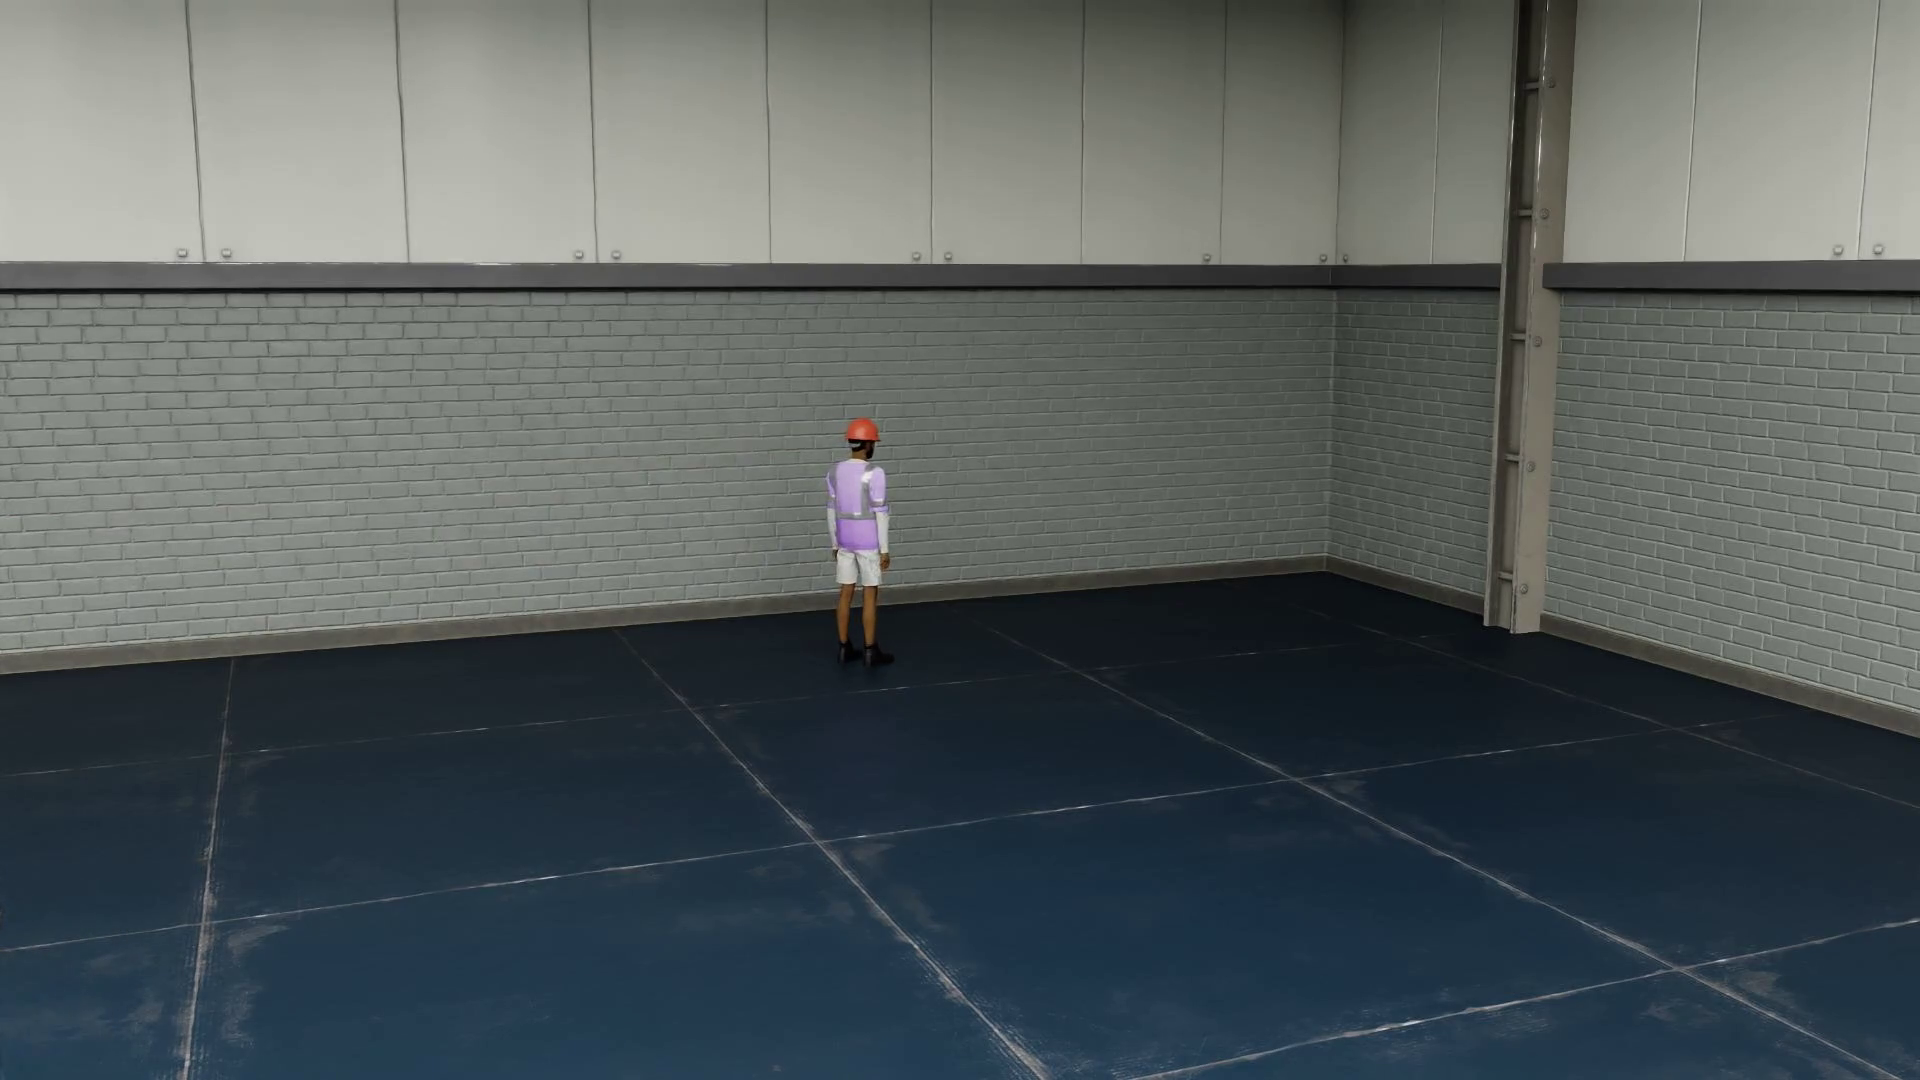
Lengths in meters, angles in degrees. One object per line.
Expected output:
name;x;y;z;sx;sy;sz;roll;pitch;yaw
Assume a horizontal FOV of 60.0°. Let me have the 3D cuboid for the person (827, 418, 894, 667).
person;-0.762;0.015;12.952;0.552;1.932;0.377;6;11;33
